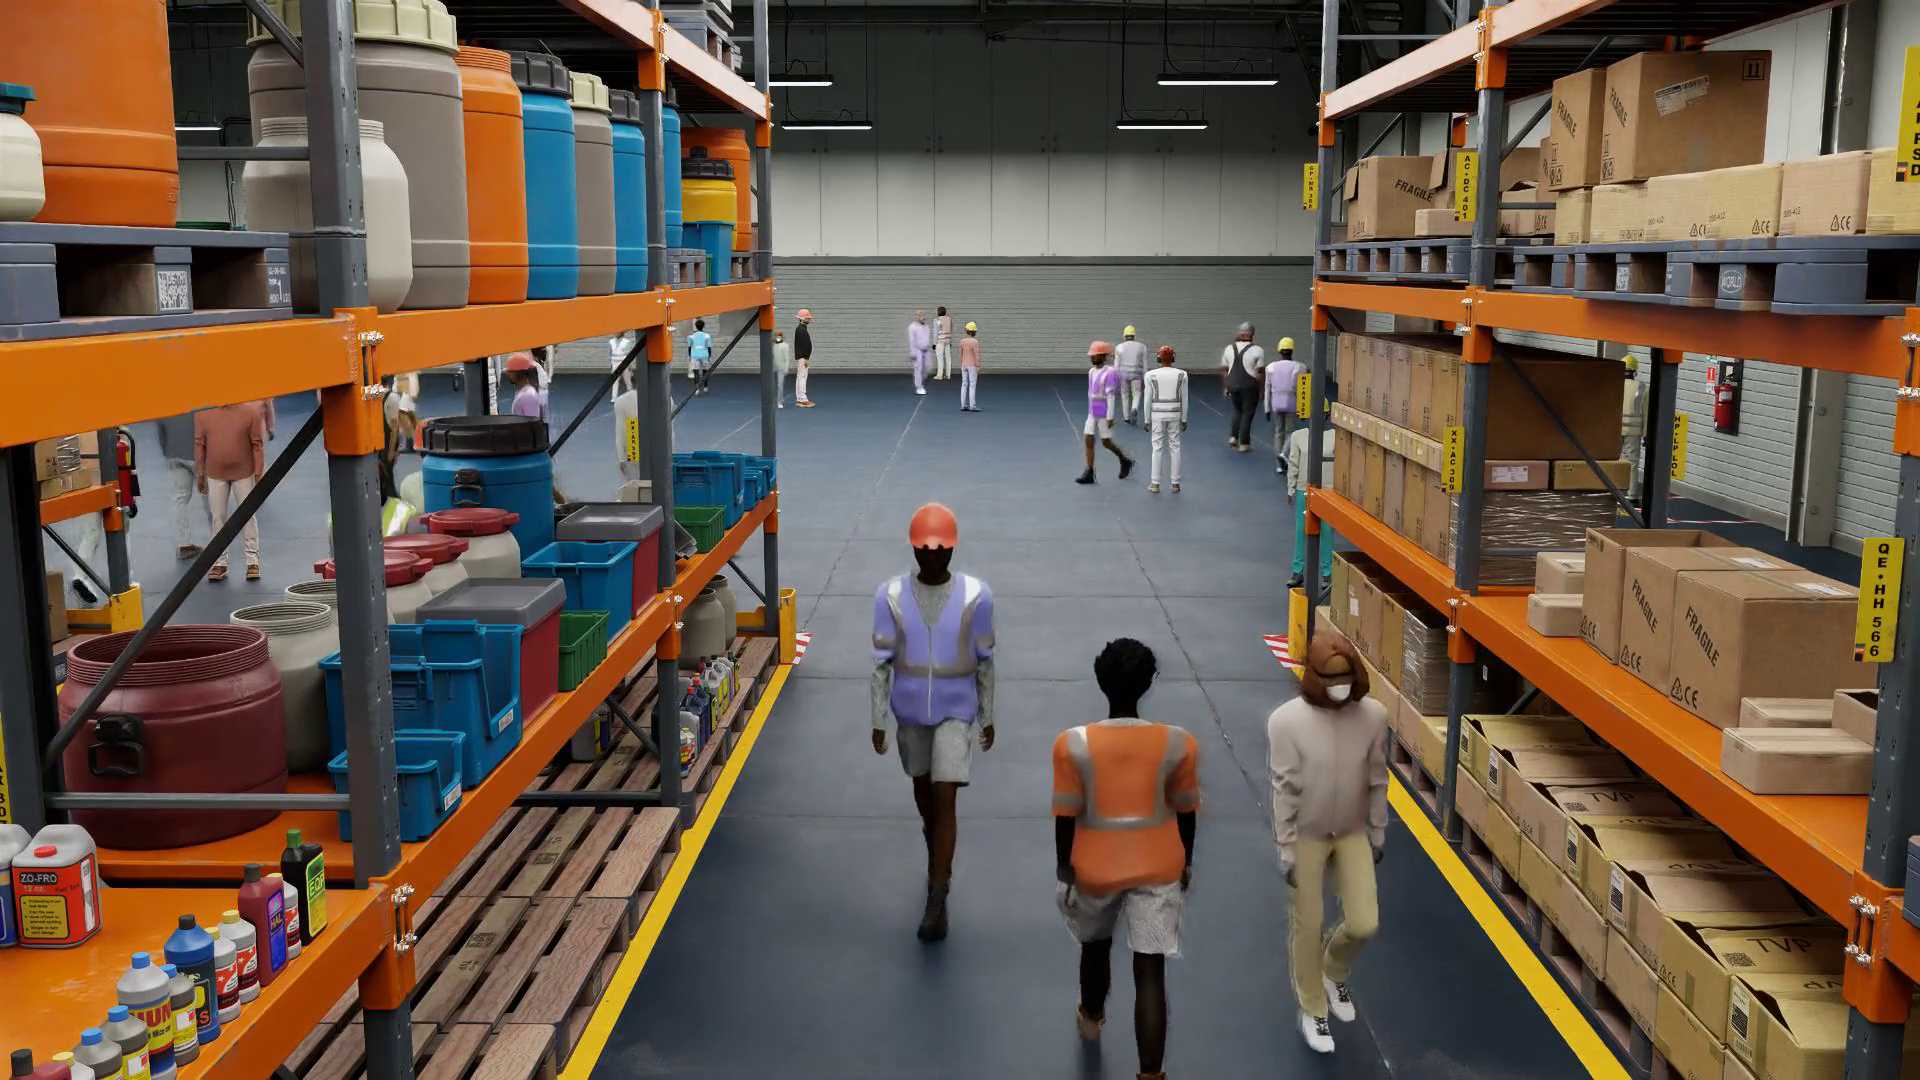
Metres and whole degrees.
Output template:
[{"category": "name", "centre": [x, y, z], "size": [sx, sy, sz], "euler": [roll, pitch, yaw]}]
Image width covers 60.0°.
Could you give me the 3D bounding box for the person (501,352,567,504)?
[{"category": "person", "centre": [-4.616, -1.025, 17.935], "size": [1.034, 2.008, 0.603], "euler": [-2, 10, -12]}]

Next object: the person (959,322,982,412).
[{"category": "person", "centre": [0.214, -3.443, 33.090], "size": [0.311, 1.768, 0.533], "euler": [-9, 13, -43]}]

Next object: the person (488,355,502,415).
[{"category": "person", "centre": [-8.022, -2.674, 27.942], "size": [0.618, 1.944, 0.401], "euler": [-5, 11, -27]}]

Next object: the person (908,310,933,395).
[{"category": "person", "centre": [-0.866, -4.198, 37.242], "size": [0.646, 1.892, 0.437], "euler": [-9, 13, -44]}]

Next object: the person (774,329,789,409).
[{"category": "person", "centre": [-3.740, -3.480, 33.783], "size": [0.591, 1.606, 0.411], "euler": [2, 10, 12]}]

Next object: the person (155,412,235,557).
[{"category": "person", "centre": [-7.802, -0.812, 16.958], "size": [0.674, 1.889, 0.906], "euler": [0, 9, 2]}]

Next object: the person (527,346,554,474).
[{"category": "person", "centre": [-5.852, -1.833, 22.989], "size": [0.374, 1.916, 0.596], "euler": [-1, 10, -8]}]

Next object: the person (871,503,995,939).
[{"category": "person", "centre": [-0.116, 0.752, 7.607], "size": [0.563, 1.894, 0.988], "euler": [1, 10, 7]}]

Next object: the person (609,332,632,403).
[{"category": "person", "centre": [-7.198, -3.738, 35.356], "size": [0.524, 1.598, 0.859], "euler": [2, 10, 12]}]

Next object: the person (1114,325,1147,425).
[{"category": "person", "centre": [3.096, -2.986, 30.201], "size": [0.605, 1.819, 0.610], "euler": [1, 10, 7]}]

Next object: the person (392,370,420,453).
[{"category": "person", "centre": [-8.635, -2.305, 25.849], "size": [0.599, 1.903, 0.561], "euler": [-5, 11, -26]}]

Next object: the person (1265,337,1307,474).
[{"category": "person", "centre": [4.543, -1.869, 23.218], "size": [0.620, 1.913, 0.493], "euler": [5, 11, 29]}]

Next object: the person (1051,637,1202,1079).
[{"category": "person", "centre": [0.589, 1.157, 5.920], "size": [0.533, 1.644, 0.908], "euler": [0, 9, 3]}]

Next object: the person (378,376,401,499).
[{"category": "person", "centre": [-6.436, -1.056, 18.606], "size": [0.539, 1.824, 0.447], "euler": [6, 11, 31]}]

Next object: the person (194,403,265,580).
[{"category": "person", "centre": [-6.818, -0.627, 15.537], "size": [0.612, 1.995, 0.376], "euler": [-2, 10, -12]}]

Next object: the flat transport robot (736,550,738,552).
[{"category": "flat transport robot", "centre": [-3.016, 0.058, 16.713], "size": [1.431, 0.197, 0.652], "euler": [-7, 12, -36]}]

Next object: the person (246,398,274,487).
[{"category": "person", "centre": [-8.840, -1.424, 20.653], "size": [0.657, 1.888, 0.693], "euler": [-2, 10, -11]}]

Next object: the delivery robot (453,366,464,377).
[{"category": "delivery robot", "centre": [-11.592, -3.933, 38.719], "size": [0.335, 0.223, 0.698], "euler": [-5, 11, -27]}]

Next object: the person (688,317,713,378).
[{"category": "person", "centre": [-6.664, -5.043, 42.557], "size": [0.839, 1.802, 0.573], "euler": [6, 11, 30]}]

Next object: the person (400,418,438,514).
[{"category": "person", "centre": [-3.282, 0.173, 10.829], "size": [0.629, 1.972, 0.687], "euler": [1, 10, 8]}]

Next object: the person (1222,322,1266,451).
[{"category": "person", "centre": [4.508, -2.401, 26.153], "size": [0.694, 2.000, 0.535], "euler": [8, 12, 40]}]

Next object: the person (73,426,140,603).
[{"category": "person", "centre": [-7.566, -0.408, 14.590], "size": [0.590, 1.888, 0.914], "euler": [-1, 10, -5]}]

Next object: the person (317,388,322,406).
[{"category": "person", "centre": [-9.007, -1.989, 24.149], "size": [0.648, 1.851, 1.030], "euler": [-5, 11, -28]}]

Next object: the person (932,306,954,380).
[{"category": "person", "centre": [-0.455, -4.997, 42.169], "size": [0.619, 1.845, 0.430], "euler": [-8, 12, -39]}]

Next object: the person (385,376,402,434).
[{"category": "person", "centre": [-9.860, -2.646, 28.183], "size": [0.642, 1.806, 0.857], "euler": [3, 10, 19]}]

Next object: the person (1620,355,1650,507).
[{"category": "person", "centre": [8.060, -1.323, 20.193], "size": [0.592, 1.833, 0.404], "euler": [5, 11, 28]}]

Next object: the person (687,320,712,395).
[{"category": "person", "centre": [-5.843, -4.106, 37.377], "size": [0.552, 1.655, 0.863], "euler": [-1, 10, -6]}]

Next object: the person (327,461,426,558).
[{"category": "person", "centre": [-3.428, 0.410, 9.842], "size": [0.631, 1.830, 0.529], "euler": [1, 10, 6]}]

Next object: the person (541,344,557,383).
[{"category": "person", "centre": [-10.155, -4.768, 40.775], "size": [0.560, 1.846, 0.631], "euler": [0, 9, -1]}]

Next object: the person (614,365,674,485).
[{"category": "person", "centre": [-3.268, -0.878, 17.258], "size": [0.631, 1.919, 0.437], "euler": [-4, 10, -22]}]

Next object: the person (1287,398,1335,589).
[{"category": "person", "centre": [3.232, -0.440, 15.106], "size": [0.533, 1.767, 0.327], "euler": [4, 10, 23]}]

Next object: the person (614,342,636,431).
[{"category": "person", "centre": [-5.502, -2.574, 28.389], "size": [0.841, 1.600, 0.520], "euler": [2, 10, 14]}]

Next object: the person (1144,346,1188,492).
[{"category": "person", "centre": [2.659, -1.566, 21.494], "size": [0.574, 1.885, 0.355], "euler": [0, 9, -2]}]

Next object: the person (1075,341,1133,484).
[{"category": "person", "centre": [1.940, -1.725, 22.378], "size": [0.823, 1.912, 0.551], "euler": [-6, 11, -33]}]

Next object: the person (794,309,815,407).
[{"category": "person", "centre": [-3.219, -3.754, 34.266], "size": [0.378, 1.996, 0.611], "euler": [-3, 10, -16]}]

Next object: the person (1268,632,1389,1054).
[{"category": "person", "centre": [1.374, 1.127, 6.199], "size": [0.505, 1.613, 0.356], "euler": [-2, 10, -11]}]
